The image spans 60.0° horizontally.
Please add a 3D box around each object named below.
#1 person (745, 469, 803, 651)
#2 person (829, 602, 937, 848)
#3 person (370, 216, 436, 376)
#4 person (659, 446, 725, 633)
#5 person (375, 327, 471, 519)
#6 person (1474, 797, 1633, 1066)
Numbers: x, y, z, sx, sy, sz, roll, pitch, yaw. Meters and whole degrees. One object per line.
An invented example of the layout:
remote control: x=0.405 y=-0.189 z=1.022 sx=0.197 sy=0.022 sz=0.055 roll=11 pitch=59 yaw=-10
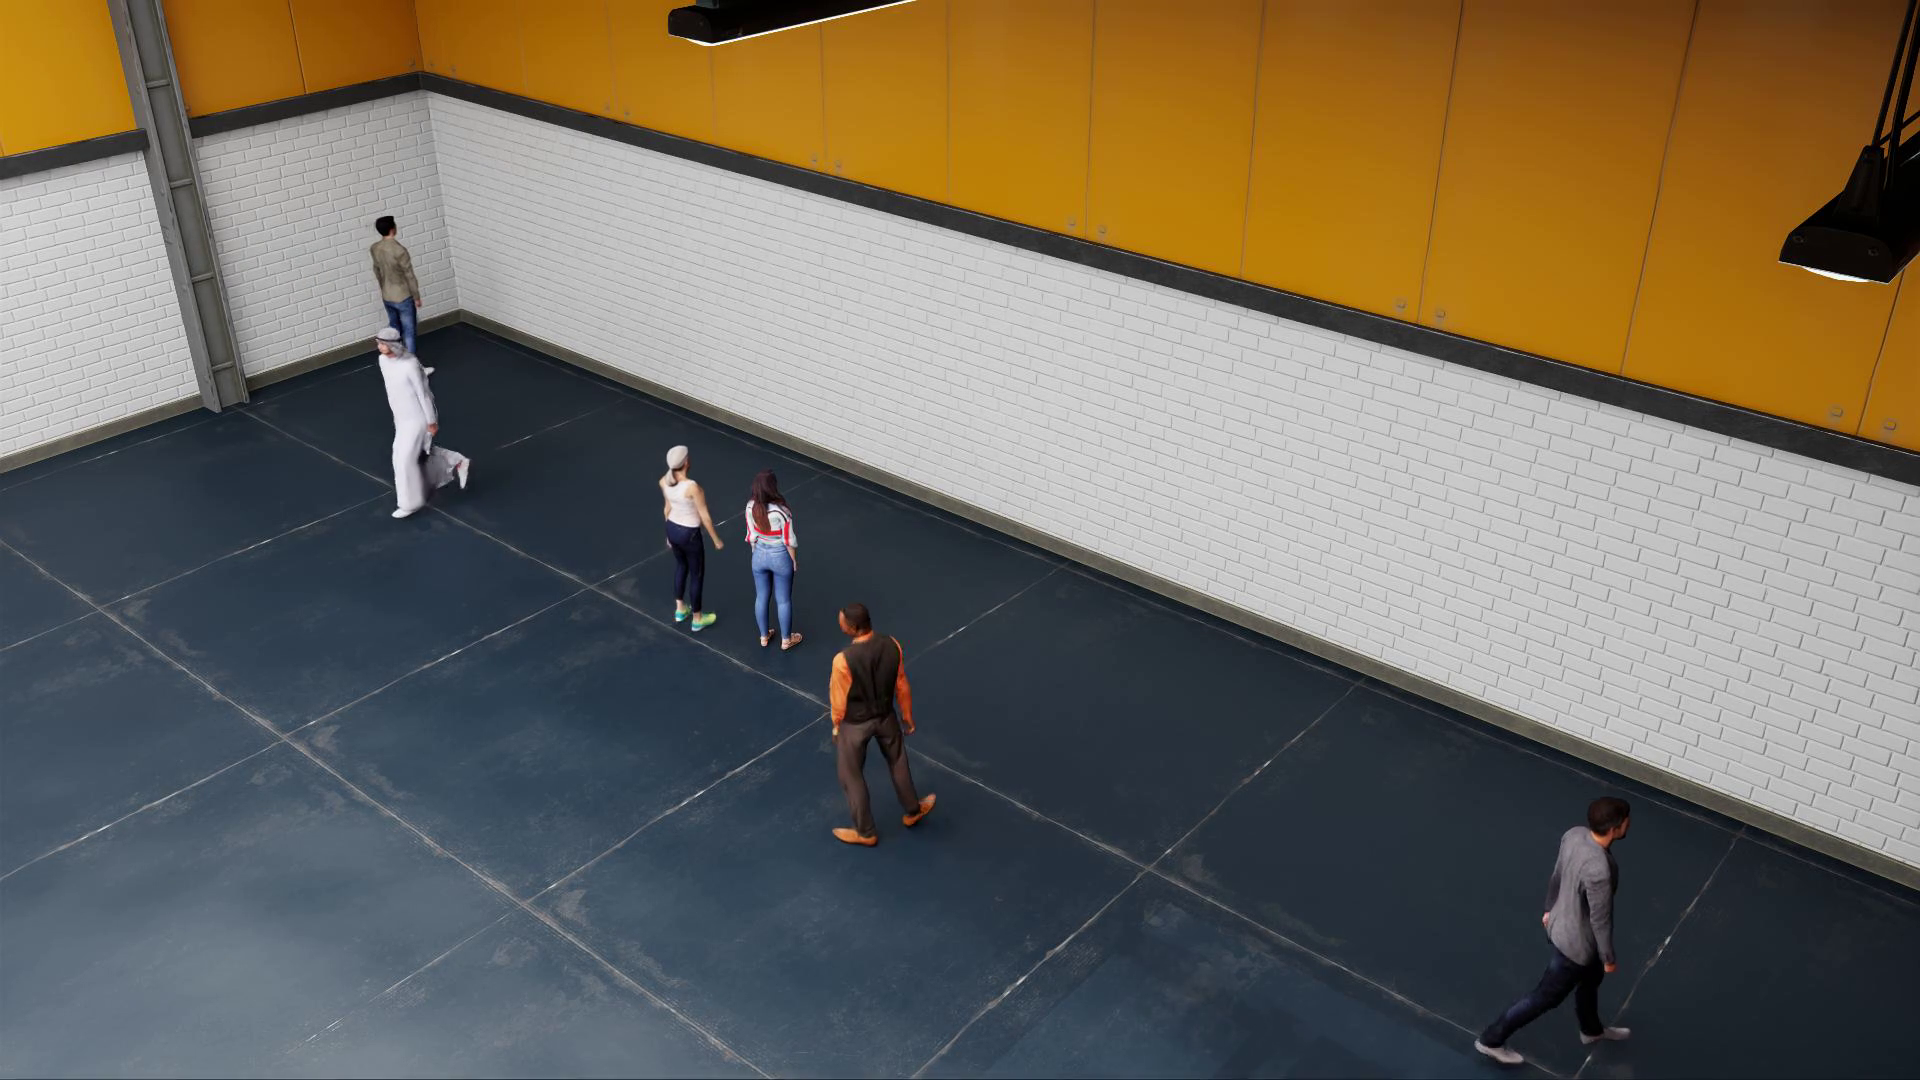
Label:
person: x=-1.543 y=0.151 z=13.641 sx=0.651 sy=1.614 sz=0.630 roll=10 pitch=30 yaw=17
person: x=-0.556 y=1.250 z=11.337 sx=0.741 sy=1.890 sz=1.078 roll=-11 pitch=31 yaw=-19
person: x=-6.308 y=-2.723 z=18.648 sx=0.756 sy=1.864 sz=0.660 roll=13 pitch=31 yaw=23
person: x=-2.295 y=0.017 z=13.800 sx=0.627 sy=1.698 sz=0.608 roll=19 pitch=34 yaw=31
person: x=-5.119 y=-1.177 z=15.800 sx=0.688 sy=1.877 sz=1.156 roll=20 pitch=34 yaw=32
person: x=3.438 y=2.285 z=9.503 sx=1.211 sy=1.830 sz=1.245 roll=2 pitch=29 yaw=3
